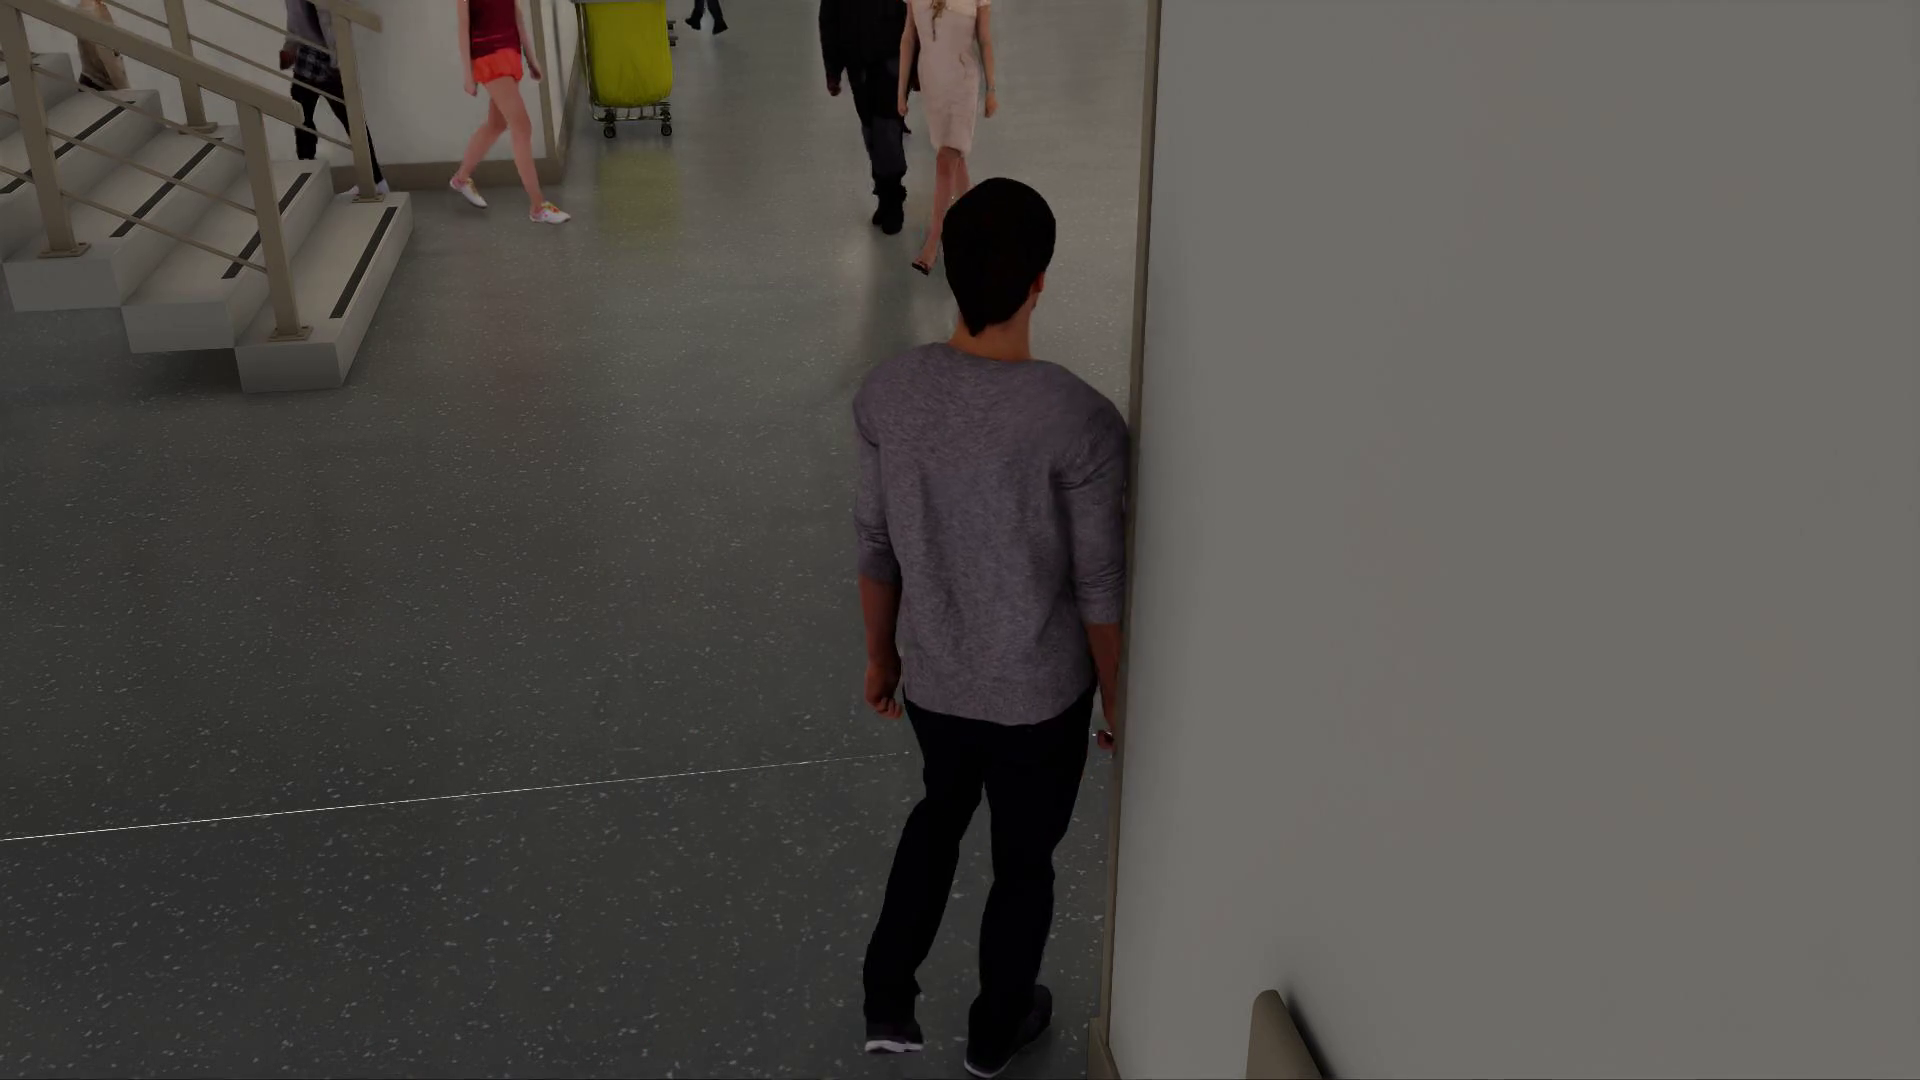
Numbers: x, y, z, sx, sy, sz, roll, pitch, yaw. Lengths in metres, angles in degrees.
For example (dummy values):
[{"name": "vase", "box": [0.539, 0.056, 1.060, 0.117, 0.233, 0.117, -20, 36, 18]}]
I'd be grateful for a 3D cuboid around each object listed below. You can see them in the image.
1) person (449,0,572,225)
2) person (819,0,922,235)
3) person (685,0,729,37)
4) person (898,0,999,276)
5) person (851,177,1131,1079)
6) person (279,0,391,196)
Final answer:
[{"name": "person", "box": [-2.605, -2.617, 9.141, 1.181, 1.717, 0.986, 11, 28, 21]}, {"name": "person", "box": [-0.426, -2.641, 9.105, 0.894, 1.792, 0.957, 5, 26, 10]}, {"name": "person", "box": [-2.286, -5.335, 14.764, 1.203, 1.729, 1.045, -16, 30, -30]}, {"name": "person", "box": [-0.026, -2.214, 8.326, 1.116, 1.699, 1.056, 10, 28, 20]}, {"name": "person", "box": [0.019, 0.289, 2.985, 0.865, 1.829, 0.924, 13, 29, 25]}, {"name": "person", "box": [-3.525, -2.776, 9.436, 0.985, 1.748, 0.751, -10, 27, -19]}]
